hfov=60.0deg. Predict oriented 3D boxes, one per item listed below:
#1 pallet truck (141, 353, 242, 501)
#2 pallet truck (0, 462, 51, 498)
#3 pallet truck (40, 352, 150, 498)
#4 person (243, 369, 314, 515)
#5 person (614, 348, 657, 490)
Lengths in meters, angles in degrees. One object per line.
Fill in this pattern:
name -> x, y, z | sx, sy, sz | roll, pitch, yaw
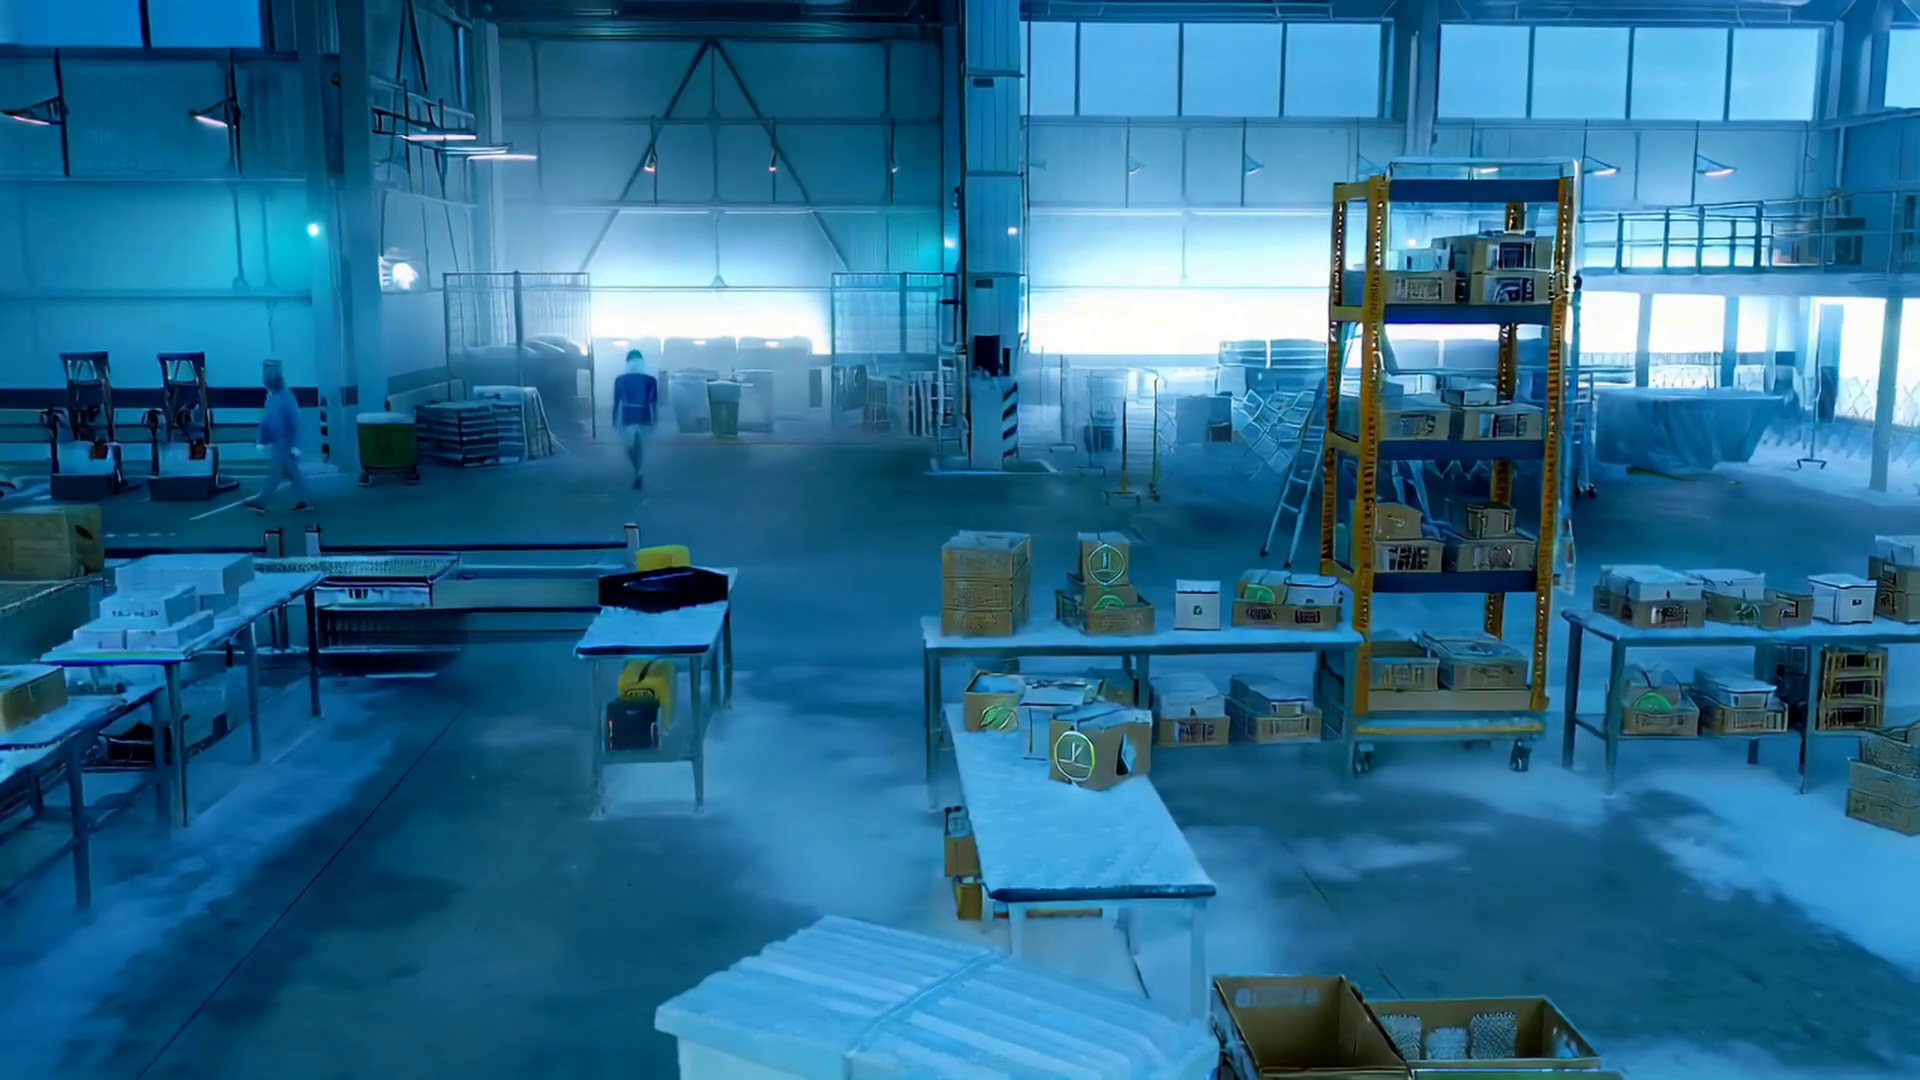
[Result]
pallet truck -> -10.520, -1.604, 22.925 | 0.823, 1.965, 1.885 | -1, 9, -6
pallet truck -> -13.193, -1.293, 23.148 | 0.653, 1.274, 1.630 | -1, 9, -4
pallet truck -> -11.907, -1.642, 23.165 | 0.823, 1.965, 1.885 | 0, 9, 0
person -> -8.714, -1.247, 21.168 | 0.887, 1.849, 0.667 | -5, 11, -31
person -> -4.516, -1.665, 23.257 | 0.606, 2.024, 0.677 | -4, 10, -21
